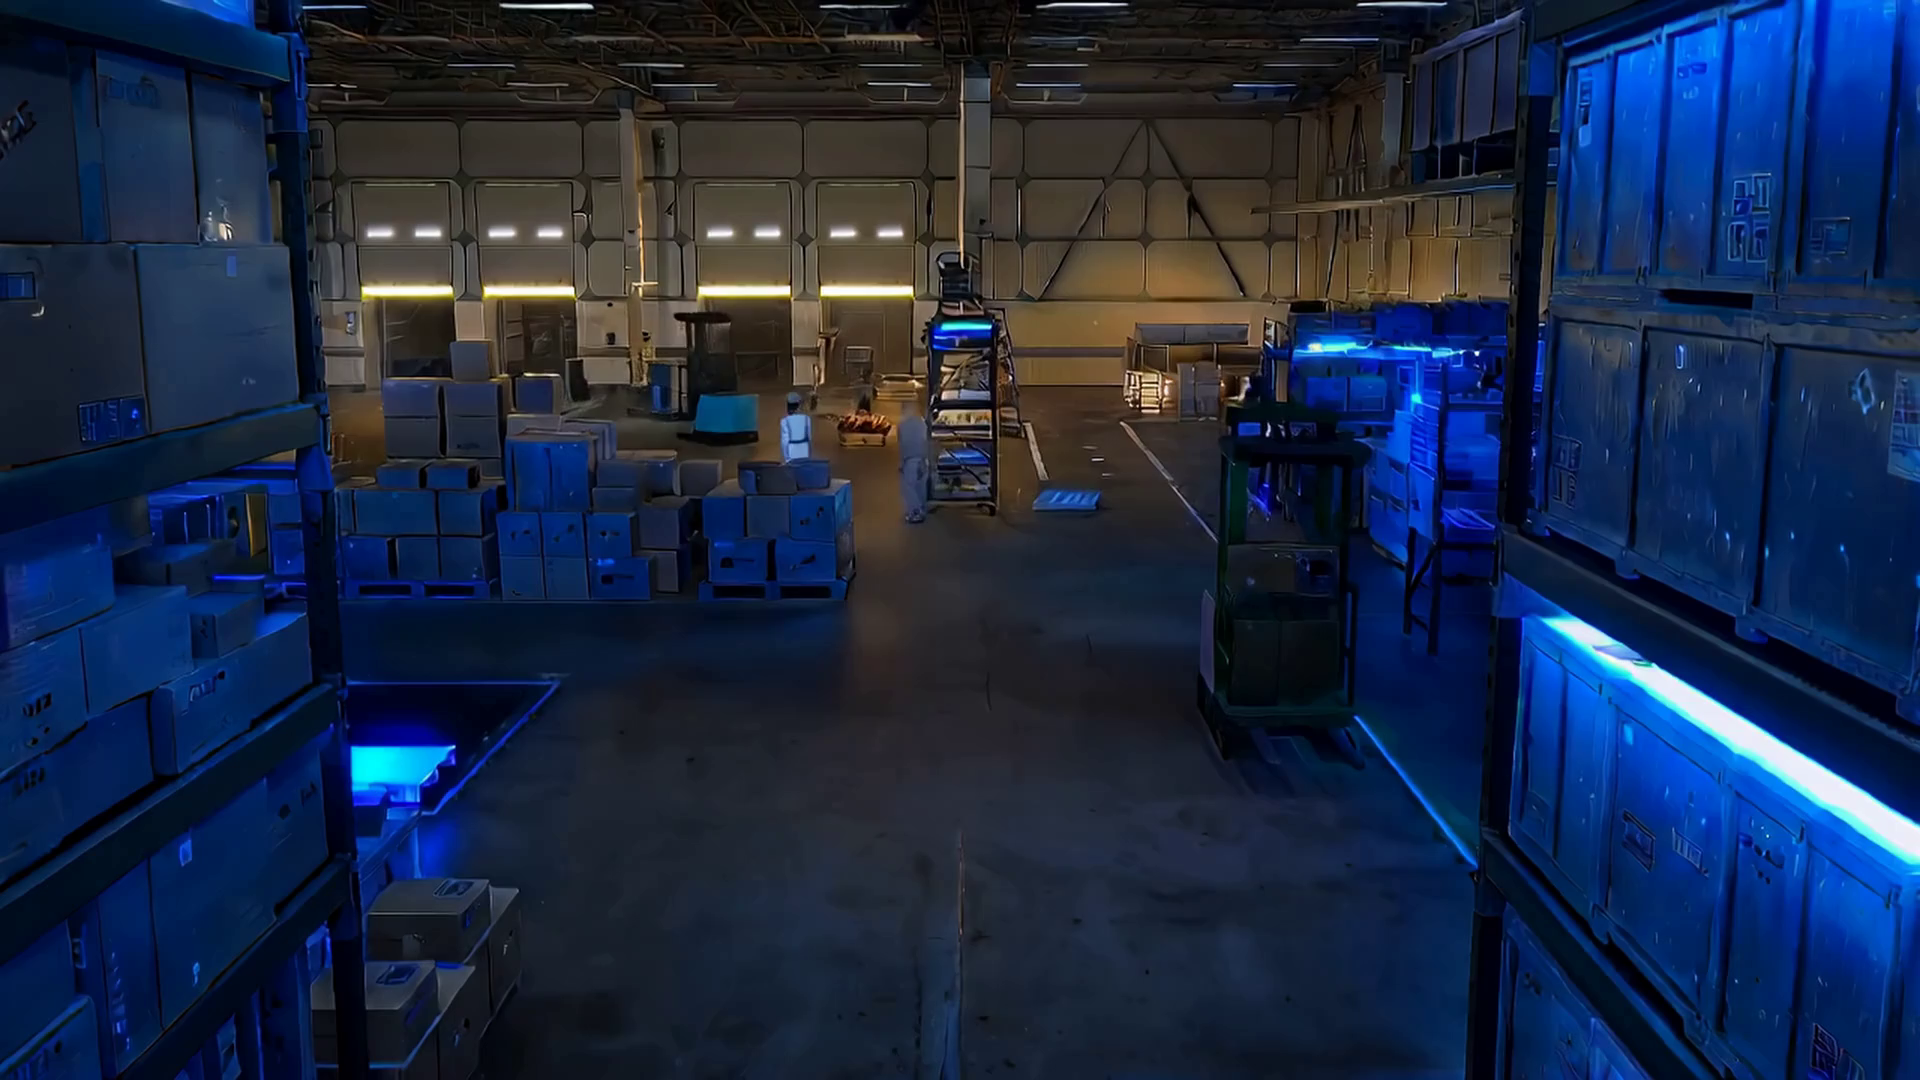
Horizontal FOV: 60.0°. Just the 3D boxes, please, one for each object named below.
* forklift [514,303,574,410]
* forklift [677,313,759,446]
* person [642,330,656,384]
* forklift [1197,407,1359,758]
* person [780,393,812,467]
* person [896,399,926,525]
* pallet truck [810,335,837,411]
[{"bbox_3d":[-10.721,-4.667,42.626,1.129,2.768,1.873,0,10,1],"label":"forklift"},{"bbox_3d":[-5.244,-3.509,35.948,1.129,2.768,1.873,-7,12,-33],"label":"forklift"},{"bbox_3d":[-8.813,-4.973,47.145,0.389,1.930,0.544,-7,12,-36],"label":"person"},{"bbox_3d":[2.693,0.259,14.208,1.129,2.768,1.873,0,10,1],"label":"forklift"},{"bbox_3d":[-2.579,-1.368,26.389,0.538,1.915,0.831,-4,11,-21],"label":"person"},{"bbox_3d":[-0.747,-1.206,25.478,0.771,1.893,0.692,7,12,36],"label":"person"},{"bbox_3d":[-3.021,-4.312,43.126,1.885,1.965,0.823,3,10,17],"label":"pallet truck"}]
